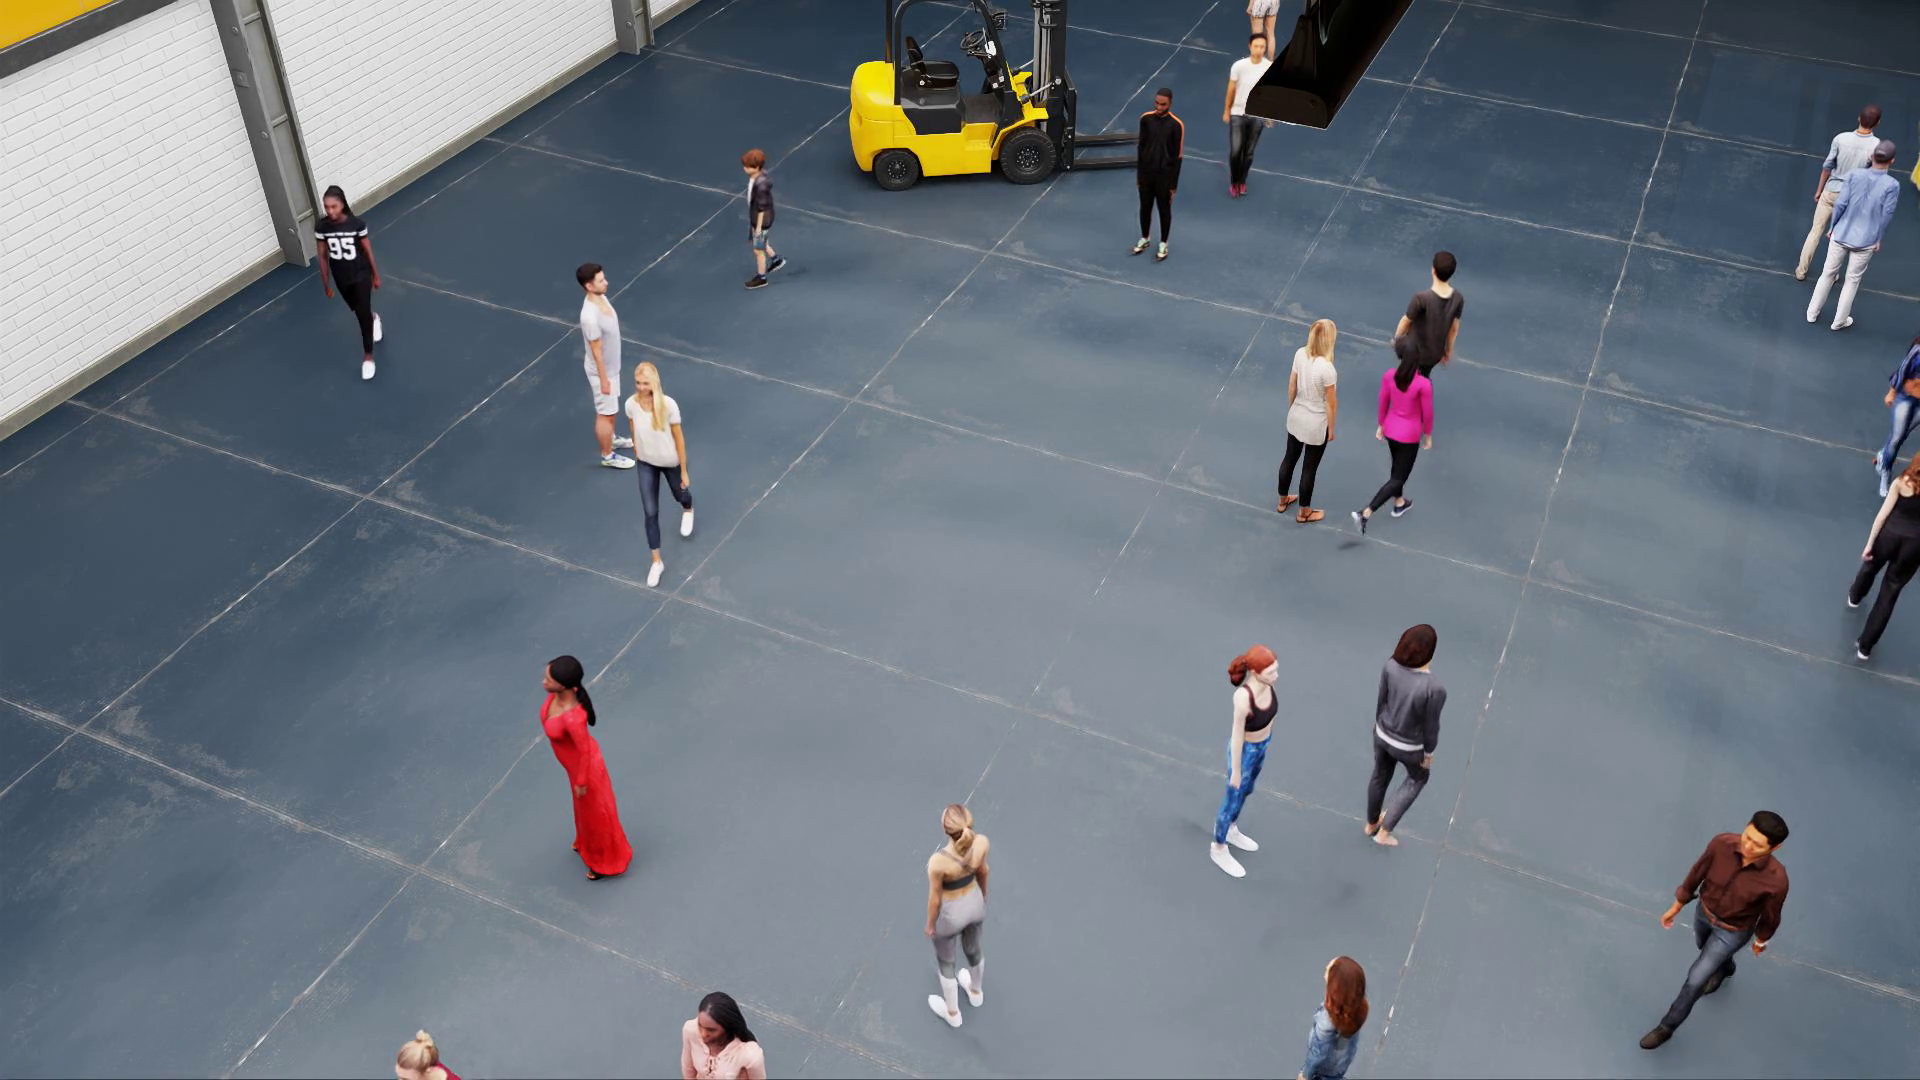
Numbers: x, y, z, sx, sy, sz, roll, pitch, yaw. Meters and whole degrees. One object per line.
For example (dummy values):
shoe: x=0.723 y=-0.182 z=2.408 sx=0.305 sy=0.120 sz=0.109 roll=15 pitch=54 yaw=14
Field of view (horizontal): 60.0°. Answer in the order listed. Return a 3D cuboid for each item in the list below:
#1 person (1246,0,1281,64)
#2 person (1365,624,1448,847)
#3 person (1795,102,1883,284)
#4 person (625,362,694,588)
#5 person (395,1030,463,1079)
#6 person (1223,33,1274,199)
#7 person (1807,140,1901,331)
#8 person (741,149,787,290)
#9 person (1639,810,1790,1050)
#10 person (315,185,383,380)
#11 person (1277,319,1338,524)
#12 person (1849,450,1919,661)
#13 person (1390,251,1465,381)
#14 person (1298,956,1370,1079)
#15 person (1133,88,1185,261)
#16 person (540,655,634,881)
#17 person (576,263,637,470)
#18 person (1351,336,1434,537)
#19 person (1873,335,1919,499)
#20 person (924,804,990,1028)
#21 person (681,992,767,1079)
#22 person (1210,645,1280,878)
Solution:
person: x=3.684 y=-6.501 z=20.063 sx=0.667 sy=1.845 sz=0.738 roll=-15 pitch=41 yaw=-18
person: x=2.714 y=1.275 z=10.395 sx=0.713 sy=1.758 sz=0.760 roll=31 pitch=48 yaw=33
person: x=8.550 y=-3.347 z=16.111 sx=0.680 sy=1.848 sz=0.605 roll=23 pitch=44 yaw=26
person: x=-2.252 y=-0.616 z=12.755 sx=0.862 sy=1.768 sz=1.216 roll=4 pitch=39 yaw=5
person: x=-2.473 y=2.980 z=8.316 sx=0.720 sy=1.688 sz=0.723 roll=26 pitch=45 yaw=29
person: x=3.057 y=-4.555 z=17.673 sx=0.790 sy=1.796 sz=0.810 roll=0 pitch=39 yaw=0
person: x=8.317 y=-2.834 z=15.436 sx=0.707 sy=1.888 sz=0.662 roll=28 pitch=46 yaw=30
person: x=-1.916 y=-3.150 z=16.189 sx=0.808 sy=1.443 sz=0.753 roll=-10 pitch=40 yaw=-12
person: x=4.348 y=2.106 z=9.365 sx=1.216 sy=1.745 sz=1.048 roll=-21 pitch=43 yaw=-24
person: x=-5.484 y=-2.403 z=15.053 sx=1.002 sy=1.694 sz=1.233 roll=-2 pitch=39 yaw=-3
person: x=2.748 y=-0.937 z=13.110 sx=0.663 sy=1.827 sz=0.667 roll=-28 pitch=46 yaw=-30
person: x=6.729 y=0.088 z=11.926 sx=0.586 sy=1.701 sz=1.112 roll=17 pitch=42 yaw=20
person: x=3.938 y=-1.605 z=14.059 sx=0.943 sy=1.685 sz=1.051 roll=-7 pitch=39 yaw=-9
person: x=1.983 y=2.739 z=8.791 sx=0.680 sy=1.473 sz=0.577 roll=22 pitch=43 yaw=25
person: x=1.969 y=-3.658 z=16.537 sx=0.608 sy=1.803 sz=0.556 roll=18 pitch=42 yaw=21
person: x=-2.322 y=1.387 z=10.243 sx=0.784 sy=1.783 sz=0.738 roll=-17 pitch=42 yaw=-20
person: x=-2.952 y=-1.456 z=13.739 sx=0.824 sy=1.852 sz=0.680 roll=-2 pitch=39 yaw=-3
person: x=3.401 y=-0.775 z=13.047 sx=1.140 sy=1.662 sz=0.901 roll=-25 pitch=45 yaw=-28
person: x=7.787 y=-1.172 z=13.593 sx=0.735 sy=1.592 sz=0.938 roll=10 pitch=40 yaw=12
person: x=-0.003 y=2.109 z=9.394 sx=0.641 sy=1.705 sz=0.731 roll=-22 pitch=43 yaw=-25
person: x=-1.167 y=2.861 z=8.438 sx=0.616 sy=1.721 sz=0.532 roll=15 pitch=41 yaw=18
person: x=1.773 y=1.334 z=10.308 sx=0.673 sy=1.785 sz=0.571 roll=24 pitch=45 yaw=27
